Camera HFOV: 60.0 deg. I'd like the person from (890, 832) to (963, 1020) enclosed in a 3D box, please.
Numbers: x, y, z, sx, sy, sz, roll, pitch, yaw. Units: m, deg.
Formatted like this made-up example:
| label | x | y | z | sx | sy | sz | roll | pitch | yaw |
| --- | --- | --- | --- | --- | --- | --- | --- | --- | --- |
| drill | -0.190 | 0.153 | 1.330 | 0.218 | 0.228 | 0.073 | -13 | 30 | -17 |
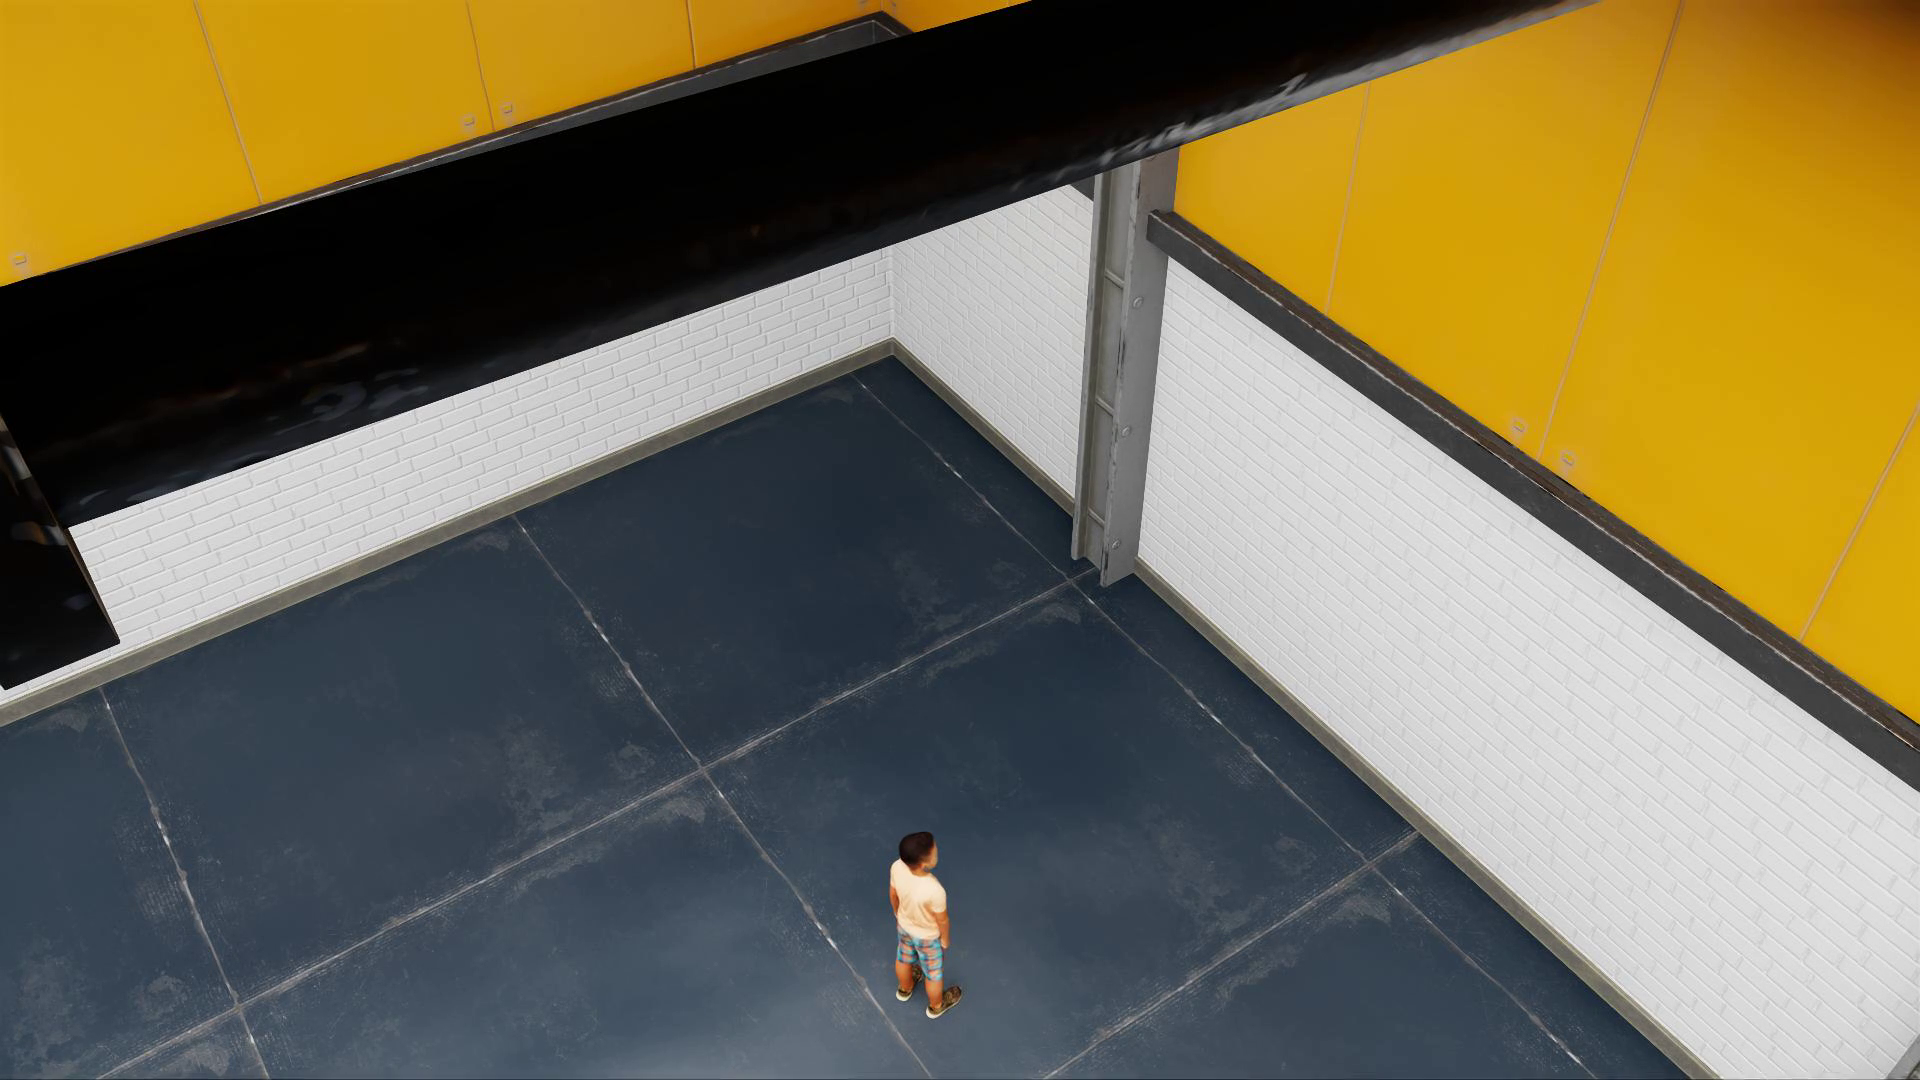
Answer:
| label | x | y | z | sx | sy | sz | roll | pitch | yaw |
| --- | --- | --- | --- | --- | --- | --- | --- | --- | --- |
| person | -0.213 | 2.088 | 9.044 | 0.515 | 1.460 | 0.642 | 27 | 50 | 25 |
